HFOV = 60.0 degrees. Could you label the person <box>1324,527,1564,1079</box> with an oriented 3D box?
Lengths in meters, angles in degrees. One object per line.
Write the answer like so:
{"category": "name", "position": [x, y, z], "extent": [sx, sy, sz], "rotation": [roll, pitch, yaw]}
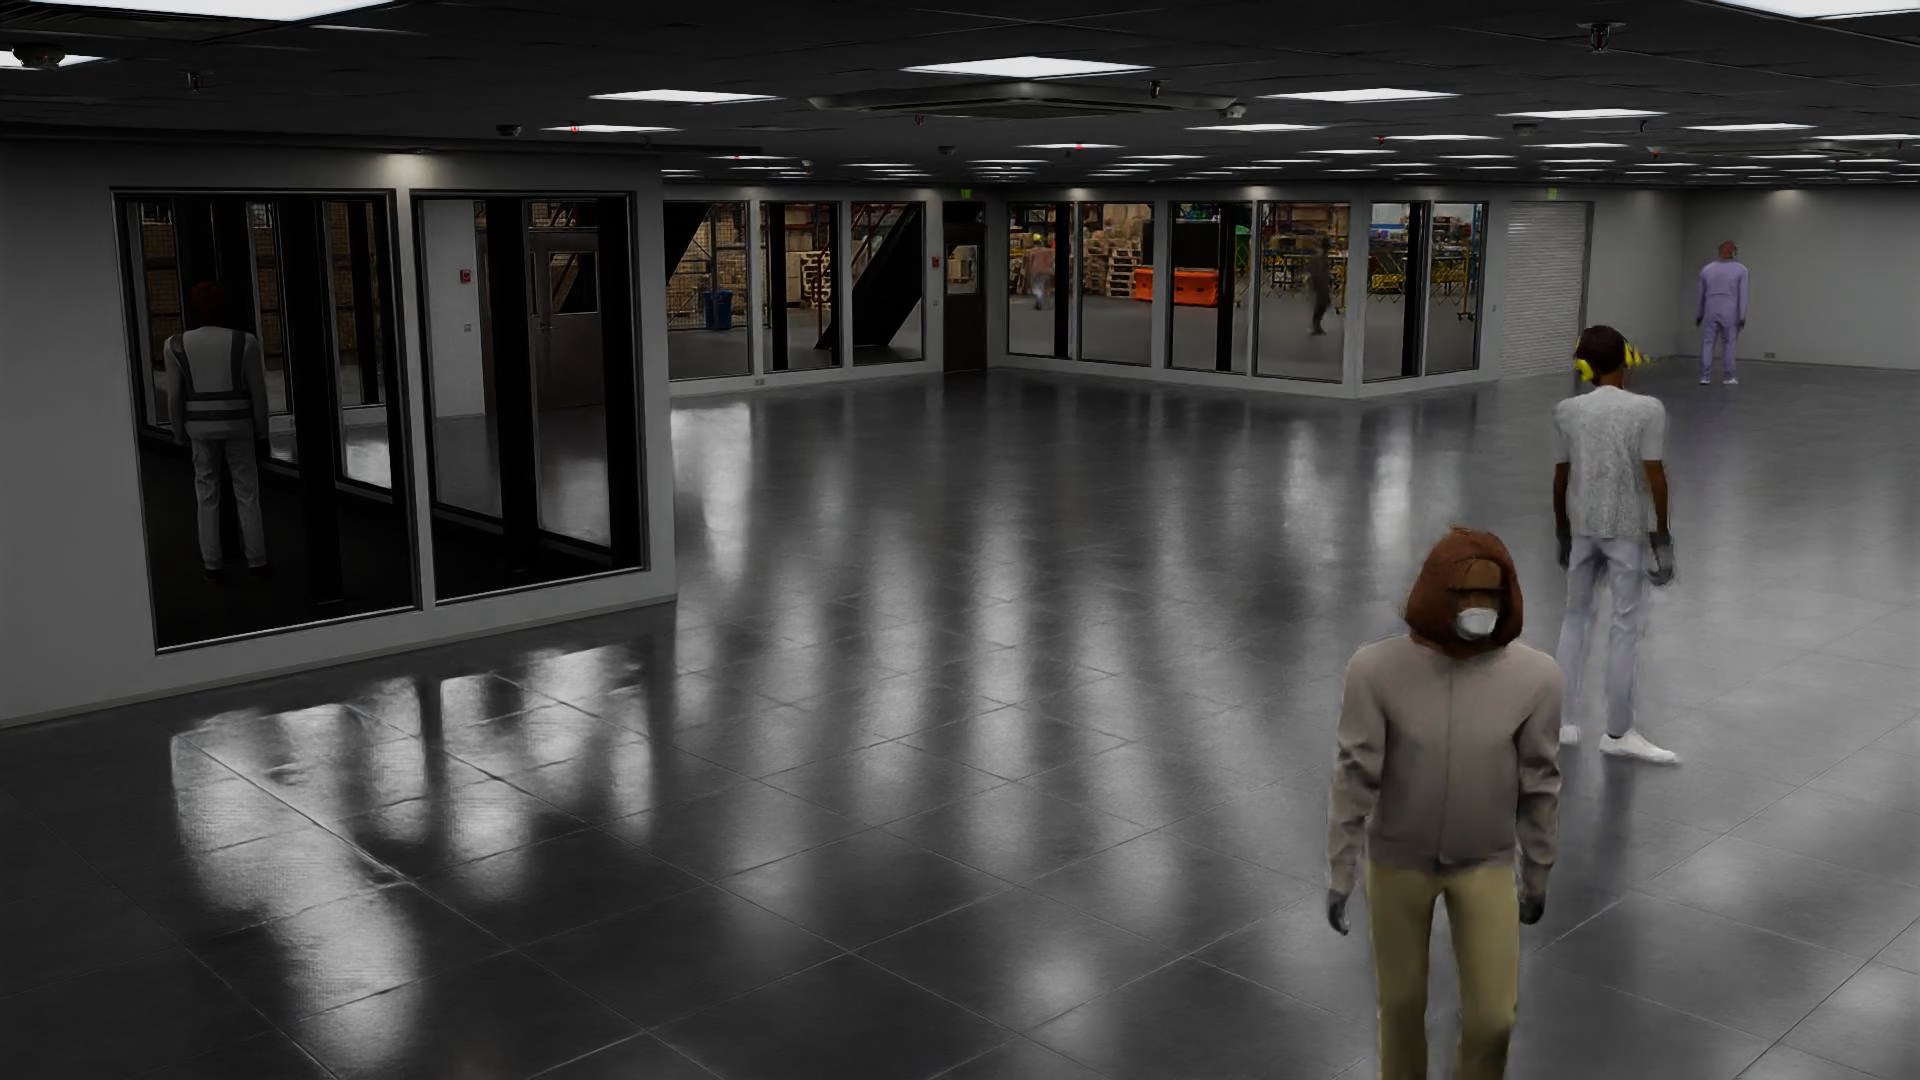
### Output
{"category": "person", "position": [1.092, 0.781, 3.780], "extent": [0.523, 1.623, 0.469], "rotation": [2, 12, 11]}

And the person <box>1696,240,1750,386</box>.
{"category": "person", "position": [10.074, -2.993, 21.965], "extent": [0.651, 1.904, 0.403], "rotation": [9, 15, 39]}

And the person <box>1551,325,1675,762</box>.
{"category": "person", "position": [2.820, 0.016, 7.101], "extent": [0.314, 1.839, 0.677], "rotation": [-10, 15, -41]}
